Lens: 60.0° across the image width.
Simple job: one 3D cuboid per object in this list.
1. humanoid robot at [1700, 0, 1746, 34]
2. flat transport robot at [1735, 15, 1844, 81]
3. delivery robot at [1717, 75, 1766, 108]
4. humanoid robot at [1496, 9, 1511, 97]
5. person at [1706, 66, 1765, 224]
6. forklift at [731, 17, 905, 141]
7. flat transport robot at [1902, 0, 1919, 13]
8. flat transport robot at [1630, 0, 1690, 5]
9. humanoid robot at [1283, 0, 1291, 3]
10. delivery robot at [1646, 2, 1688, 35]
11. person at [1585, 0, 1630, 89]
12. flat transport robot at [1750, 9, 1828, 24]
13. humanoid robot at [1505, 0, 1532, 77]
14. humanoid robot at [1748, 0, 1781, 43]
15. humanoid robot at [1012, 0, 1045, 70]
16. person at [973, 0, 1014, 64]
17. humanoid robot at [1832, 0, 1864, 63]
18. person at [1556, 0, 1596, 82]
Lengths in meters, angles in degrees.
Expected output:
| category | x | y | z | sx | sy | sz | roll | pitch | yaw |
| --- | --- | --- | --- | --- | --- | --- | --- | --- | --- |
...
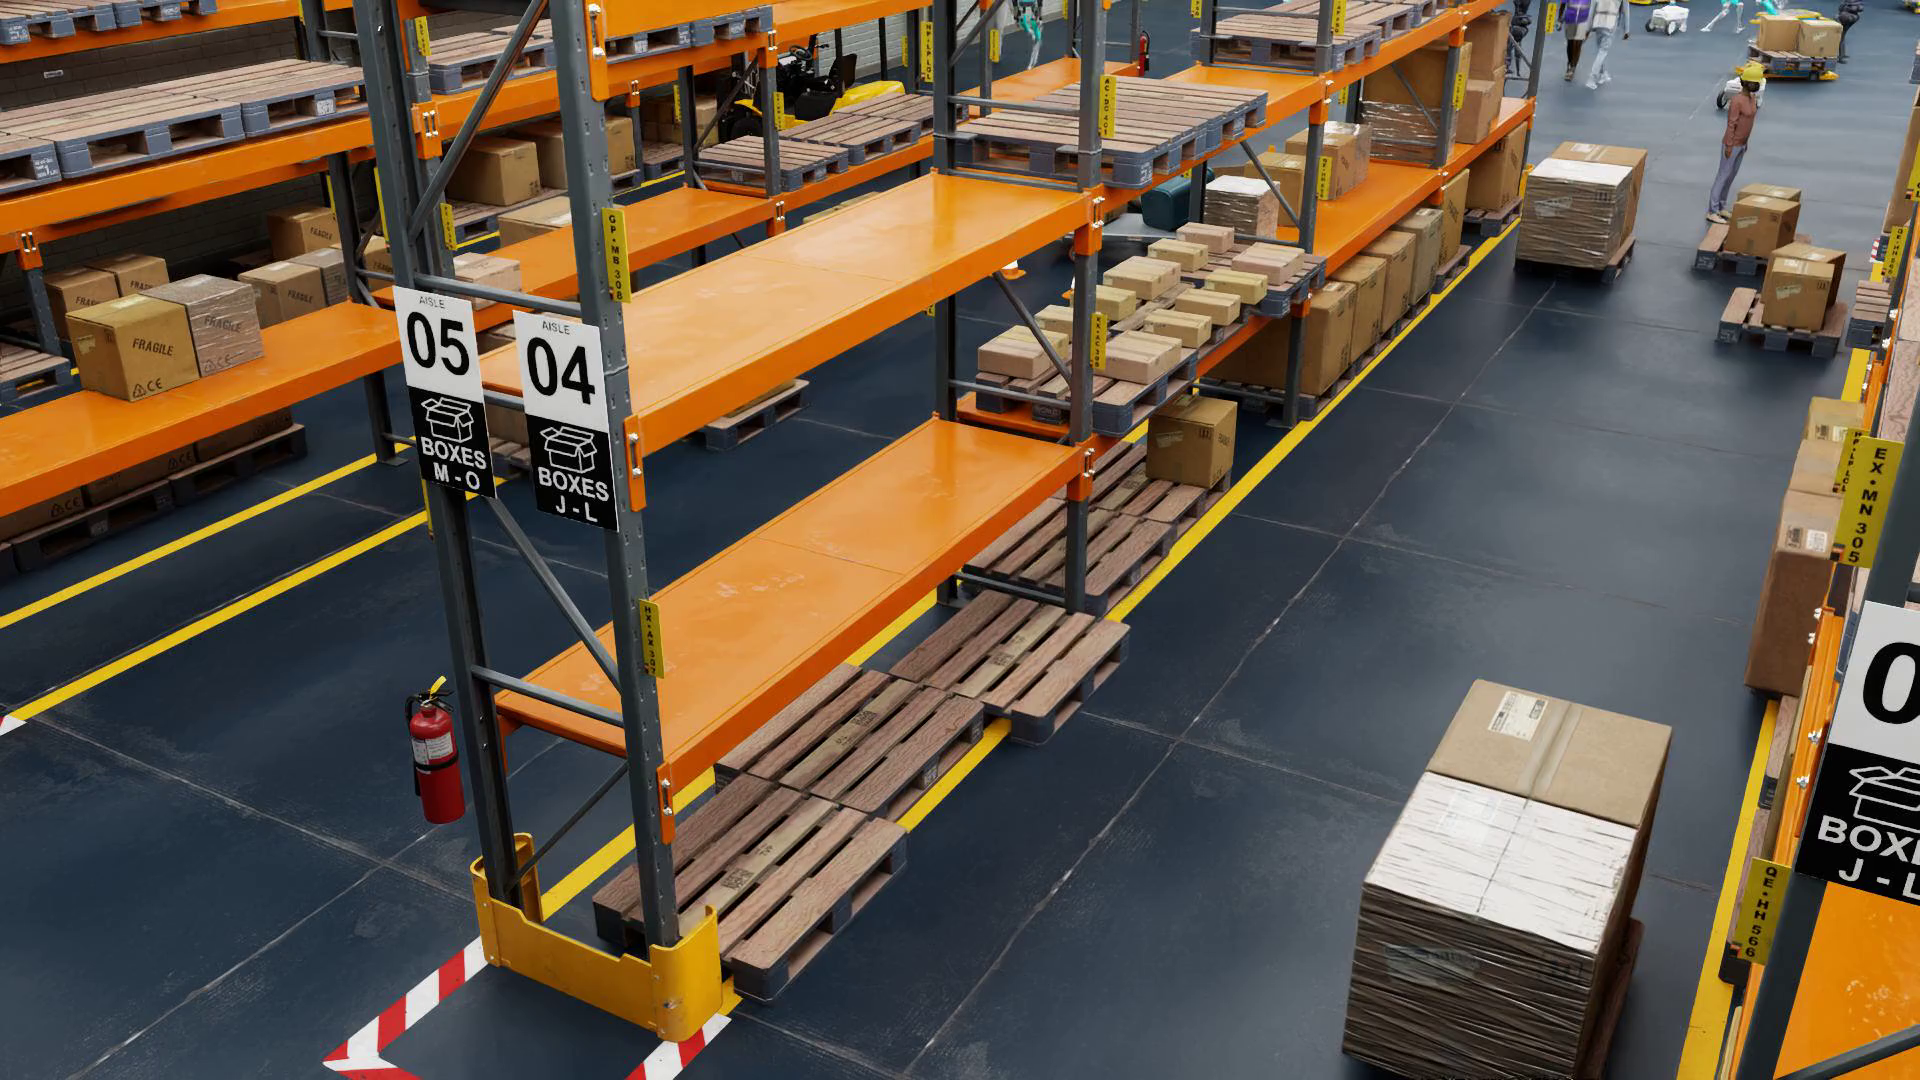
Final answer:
| category | x | y | z | sx | sy | sz | roll | pitch | yaw |
| --- | --- | --- | --- | --- | --- | --- | --- | --- | --- |
| humanoid robot | 14.628 | -10.452 | 31.403 | 0.943 | 1.786 | 0.555 | 8 | 27 | 17 |
| flat transport robot | 13.661 | -7.757 | 27.460 | 1.431 | 0.231 | 0.659 | 2 | 26 | 3 |
| delivery robot | 11.835 | -6.784 | 25.105 | 0.774 | 0.592 | 0.499 | -22 | 33 | -38 |
| humanoid robot | 7.611 | -6.721 | 23.726 | 0.760 | 1.630 | 0.589 | 4 | 26 | 8 |
| person | 8.887 | -4.516 | 19.001 | 0.319 | 1.765 | 0.534 | 23 | 34 | 39 |
| forklift | -1.819 | -5.975 | 21.543 | 2.313 | 2.155 | 1.214 | 14 | 29 | 26 |
| flat transport robot | 19.952 | -10.992 | 34.181 | 0.659 | 0.231 | 1.431 | 8 | 27 | 16 |
| flat transport robot | 14.778 | -11.557 | 35.356 | 1.431 | 0.231 | 0.659 | -11 | 28 | -21 |
| humanoid robot | 6.034 | -9.930 | 30.329 | 0.530 | 1.804 | 0.797 | 15 | 29 | 28 |
| delivery robot | 13.513 | -9.939 | 31.656 | 0.769 | 0.587 | 0.499 | -16 | 30 | -29 |
| person | 10.314 | -8.169 | 26.479 | 1.012 | 1.867 | 0.611 | -23 | 34 | -40 |
| flat transport robot | 16.235 | -10.201 | 32.539 | 1.431 | 0.231 | 0.659 | -13 | 28 | -24 |
| humanoid robot | 9.105 | -8.391 | 27.159 | 0.460 | 1.644 | 0.604 | 17 | 31 | 32 |
| humanoid robot | 14.730 | -9.834 | 30.107 | 0.558 | 1.813 | 0.761 | -19 | 32 | -35 |
| humanoid robot | 1.235 | -8.895 | 28.146 | 0.556 | 1.771 | 0.964 | 10 | 27 | 19 |
| person | 0.581 | -9.136 | 28.428 | 0.712 | 1.914 | 0.603 | 10 | 28 | 21 |
| humanoid robot | 15.195 | -9.029 | 28.476 | 0.591 | 1.656 | 0.382 | -17 | 30 | -31 |
| person | 10.056 | -8.485 | 27.077 | 0.610 | 1.913 | 1.026 | 12 | 28 | 23 |
